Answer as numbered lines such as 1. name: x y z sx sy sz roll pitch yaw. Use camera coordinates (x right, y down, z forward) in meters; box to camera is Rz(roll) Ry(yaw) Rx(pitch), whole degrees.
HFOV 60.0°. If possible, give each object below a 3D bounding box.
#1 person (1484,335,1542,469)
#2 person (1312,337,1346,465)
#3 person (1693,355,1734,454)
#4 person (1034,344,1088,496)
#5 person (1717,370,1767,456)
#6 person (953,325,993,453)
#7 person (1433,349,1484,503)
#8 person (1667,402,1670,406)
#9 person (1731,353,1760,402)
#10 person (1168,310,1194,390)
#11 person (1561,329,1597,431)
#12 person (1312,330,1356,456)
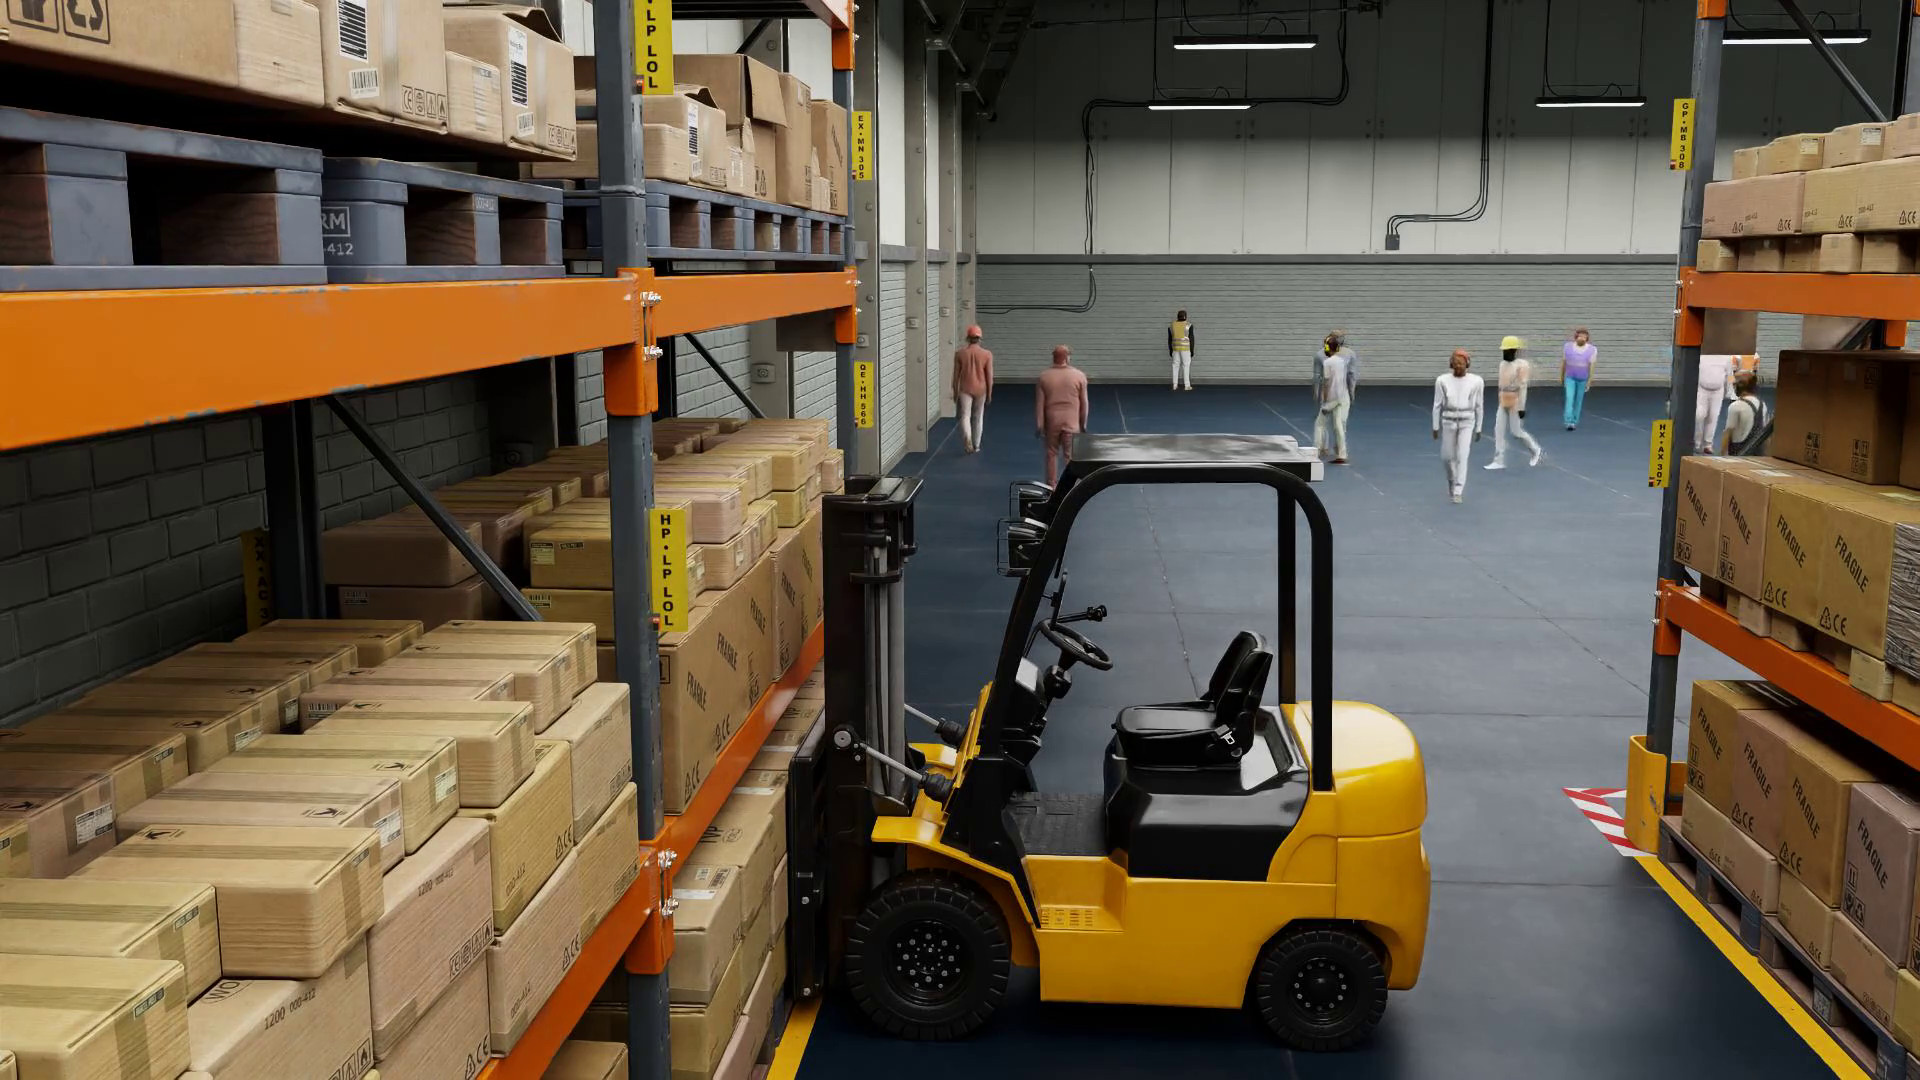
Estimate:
1. person: 7.820 -1.933 23.400 0.796 1.903 0.591 -3 10 -18
2. person: 5.282 -2.012 24.049 0.552 1.833 0.816 -9 13 -43
3. person: 11.383 -2.234 25.235 0.680 1.889 0.504 1 9 8
4. person: 1.258 -1.466 20.570 0.659 1.910 0.408 1 9 6
5. person: 8.061 -0.825 16.963 0.517 1.814 0.873 -6 11 -34
6. person: 0.199 -2.288 25.328 0.617 1.973 0.848 0 9 1
7. person: 6.079 -1.401 20.296 0.587 1.865 0.743 4 10 22
8. person: 13.610 -3.104 31.151 0.583 1.681 0.540 8 12 40
9. person: 13.362 -2.661 28.406 0.535 1.697 0.318 -2 10 -10
10. person: 5.113 -4.375 38.360 0.622 1.843 0.429 5 10 26
11. person: 10.693 -2.767 28.803 0.573 1.771 0.949 4 10 22
12. person: 5.597 -2.189 24.904 0.640 1.911 0.592 0 9 3
